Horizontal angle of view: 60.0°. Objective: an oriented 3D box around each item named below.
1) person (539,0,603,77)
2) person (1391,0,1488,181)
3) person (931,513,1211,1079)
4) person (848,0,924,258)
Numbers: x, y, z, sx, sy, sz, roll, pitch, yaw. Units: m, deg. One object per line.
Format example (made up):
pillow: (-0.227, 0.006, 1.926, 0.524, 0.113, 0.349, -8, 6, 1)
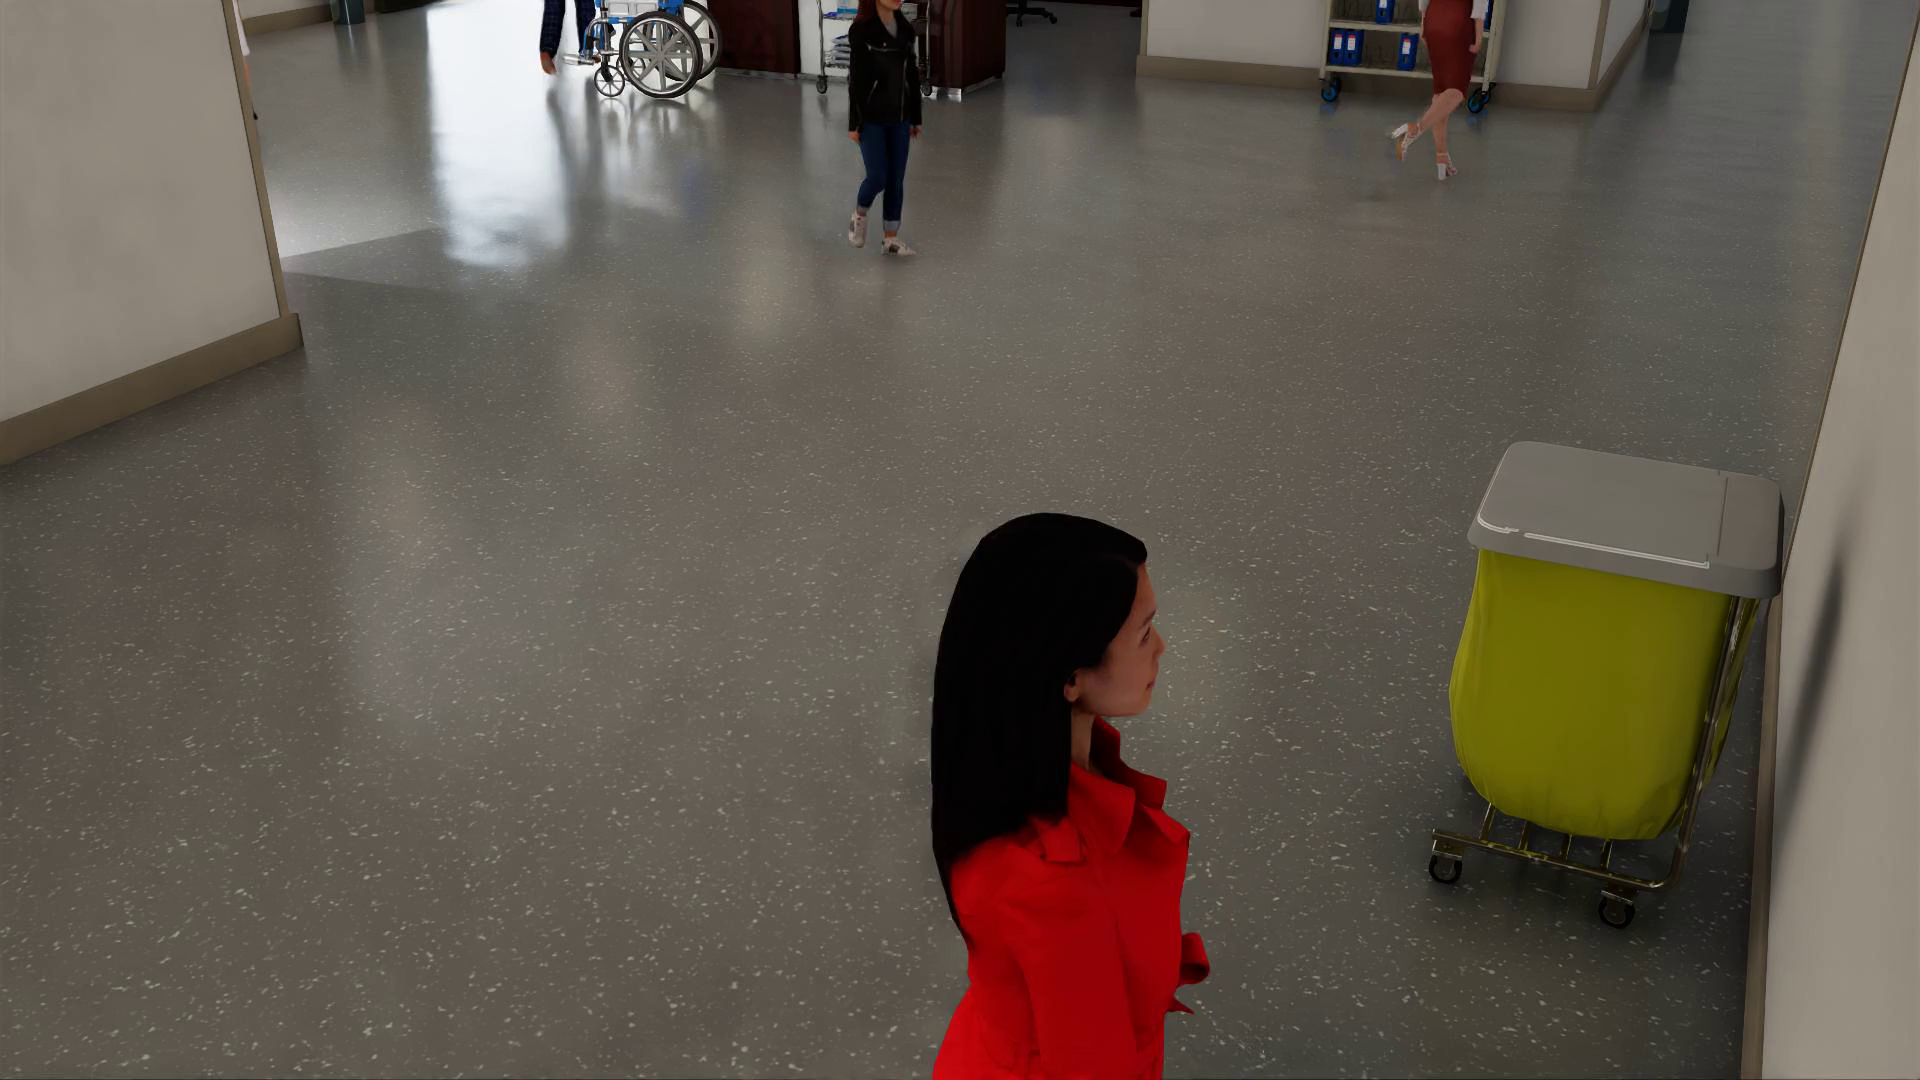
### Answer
person: (-3.158, -4.575, 13.127, 1.160, 1.781, 0.891, 5, 26, 10)
person: (2.866, -2.972, 9.855, 0.899, 1.735, 0.938, -20, 32, -35)
person: (0.022, 0.794, 2.088, 1.140, 1.699, 0.903, 0, 26, 0)
person: (-0.431, -2.179, 8.513, 0.715, 1.473, 0.776, -18, 31, -32)
